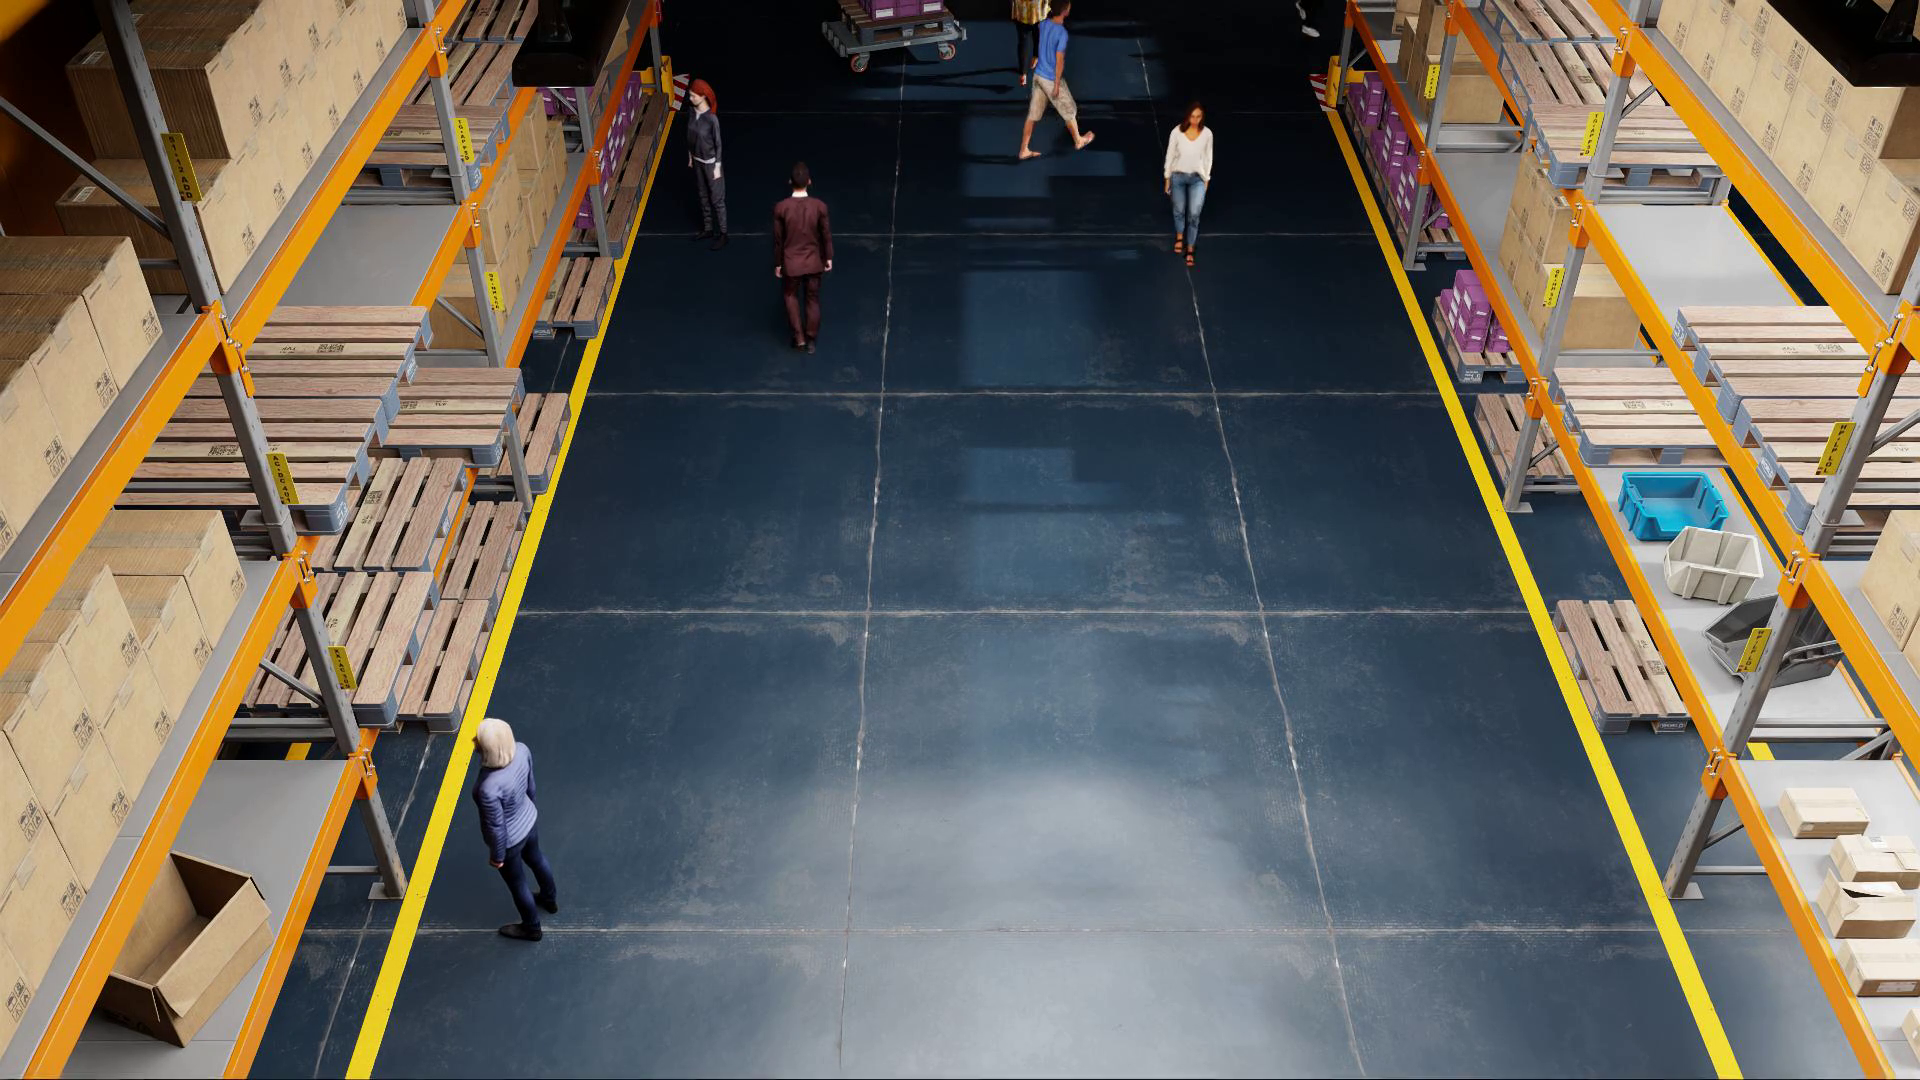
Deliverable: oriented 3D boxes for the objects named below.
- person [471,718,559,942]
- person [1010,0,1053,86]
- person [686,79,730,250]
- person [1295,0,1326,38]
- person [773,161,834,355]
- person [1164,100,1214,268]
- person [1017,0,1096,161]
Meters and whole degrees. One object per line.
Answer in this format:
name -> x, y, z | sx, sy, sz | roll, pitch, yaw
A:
person -> -2.642, 1.696, 9.833 | 0.768, 1.745, 0.586 | 11, 40, 13
person -> 0.865, -6.328, 20.002 | 0.881, 1.595, 1.138 | 13, 40, 15
person -> -2.536, -3.783, 16.664 | 0.649, 1.782, 0.698 | 30, 47, 32
person -> 4.496, -7.292, 21.146 | 0.865, 1.674, 0.937 | -26, 45, -28
person -> -1.417, -2.472, 14.968 | 0.740, 1.851, 0.676 | -6, 39, -7
person -> 2.262, -3.628, 16.568 | 0.688, 1.662, 0.820 | 6, 39, 8
person -> 0.900, -4.995, 18.155 | 1.163, 1.816, 1.187 | -26, 45, -29
